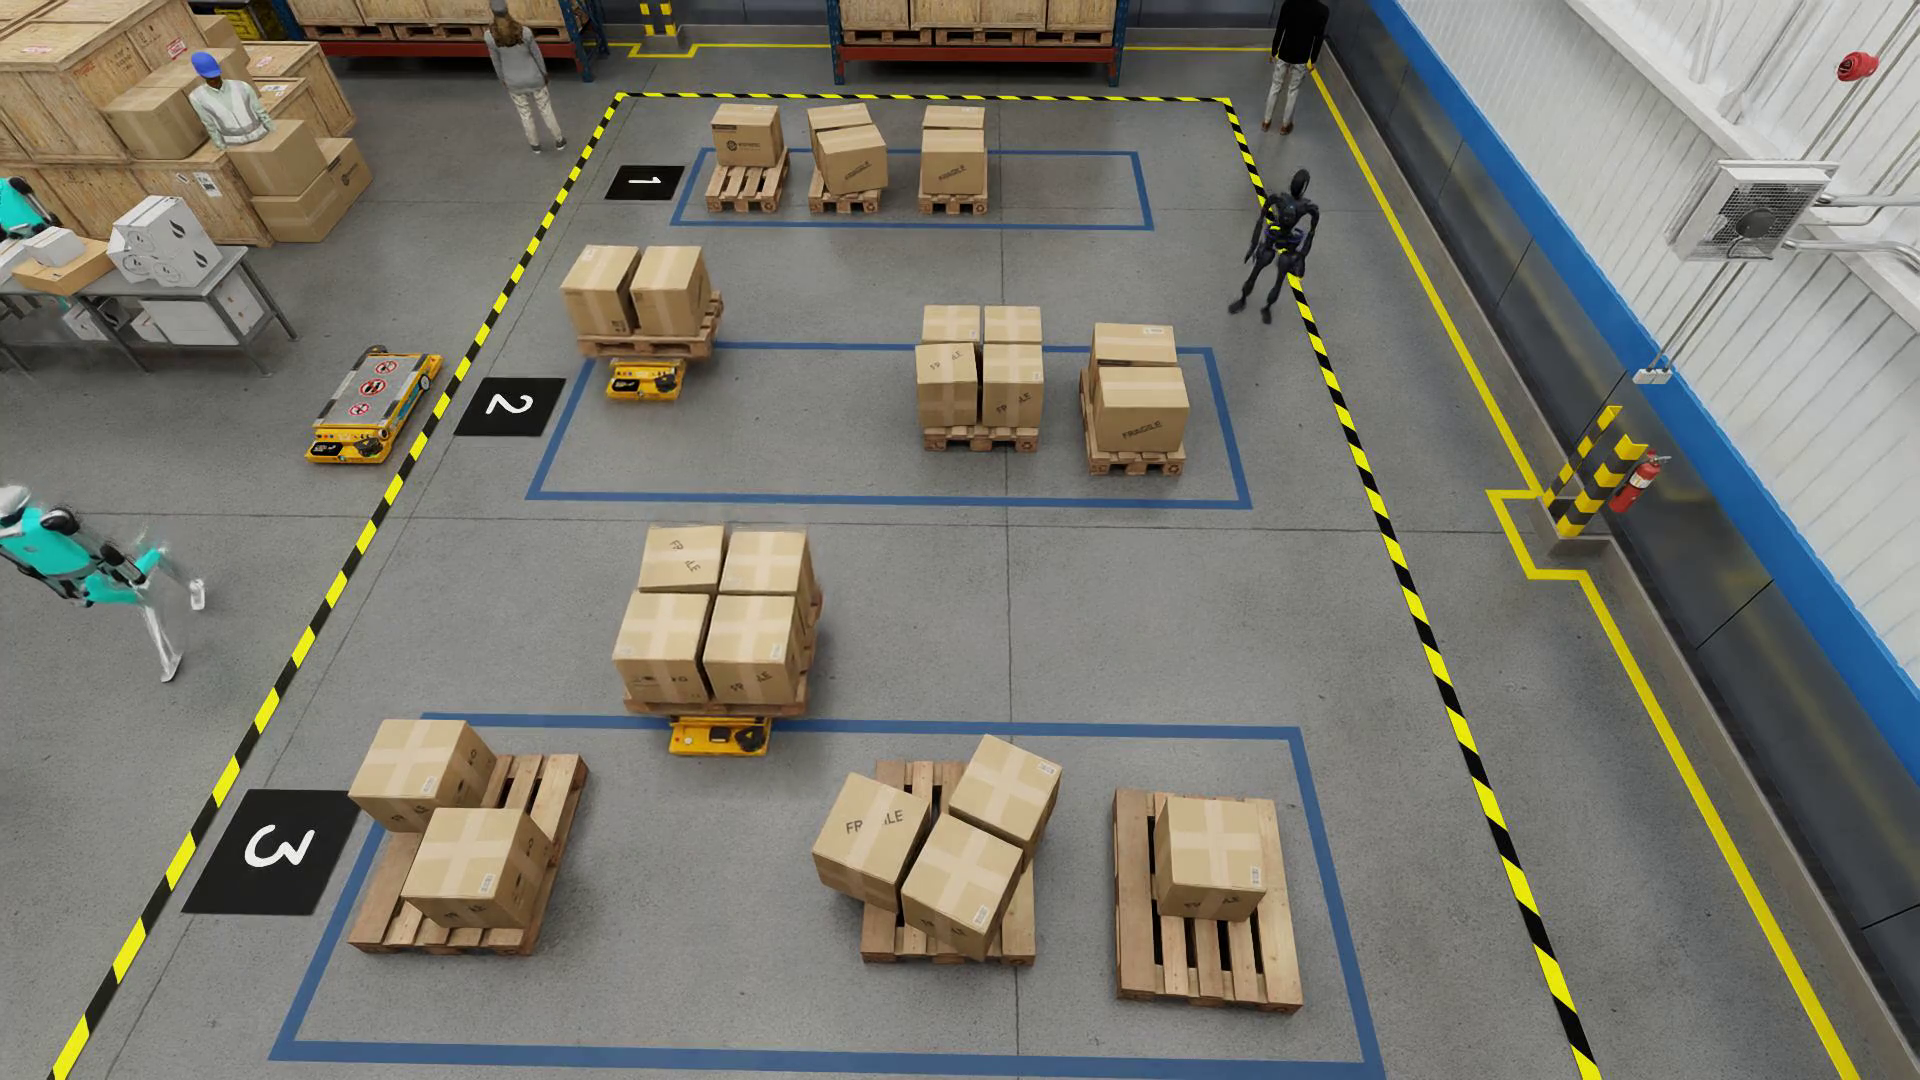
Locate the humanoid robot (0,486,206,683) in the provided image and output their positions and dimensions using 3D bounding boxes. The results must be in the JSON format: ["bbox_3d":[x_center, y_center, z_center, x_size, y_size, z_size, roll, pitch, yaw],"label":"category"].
[{"bbox_3d":[-5.866,0.123,6.335,0.537,1.777,1.035,-11,51,-9],"label":"humanoid robot"}]

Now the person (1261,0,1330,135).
[{"bbox_3d":[4.168,-6.046,11.426,0.589,1.880,0.379,21,53,17],"label":"person"}]

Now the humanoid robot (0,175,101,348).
[{"bbox_3d":[-8.535,-2.520,8.612,0.570,1.898,0.773,-22,53,-18],"label":"humanoid robot"}]

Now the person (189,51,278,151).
[{"bbox_3d":[-7.617,-4.241,9.865,0.602,1.939,0.411,-33,57,-25],"label":"person"}]

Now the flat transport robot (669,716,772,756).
[{"bbox_3d":[-1.632,0.865,6.617,0.652,0.197,1.431,1,50,1],"label":"flat transport robot"}]

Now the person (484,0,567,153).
[{"bbox_3d":[-5.295,-5.608,11.128,0.573,1.768,0.399,-13,51,-11],"label":"person"}]

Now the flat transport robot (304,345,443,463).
[{"bbox_3d":[-5.383,-1.269,8.441,0.659,0.231,1.431,1,50,1],"label":"flat transport robot"}]

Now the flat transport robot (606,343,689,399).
[{"bbox_3d":[-2.967,-1.929,8.981,0.652,0.197,1.431,1,50,1],"label":"flat transport robot"}]

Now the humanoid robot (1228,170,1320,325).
[{"bbox_3d":[3.075,-2.812,8.830,0.598,1.642,0.386,19,52,15],"label":"humanoid robot"}]
